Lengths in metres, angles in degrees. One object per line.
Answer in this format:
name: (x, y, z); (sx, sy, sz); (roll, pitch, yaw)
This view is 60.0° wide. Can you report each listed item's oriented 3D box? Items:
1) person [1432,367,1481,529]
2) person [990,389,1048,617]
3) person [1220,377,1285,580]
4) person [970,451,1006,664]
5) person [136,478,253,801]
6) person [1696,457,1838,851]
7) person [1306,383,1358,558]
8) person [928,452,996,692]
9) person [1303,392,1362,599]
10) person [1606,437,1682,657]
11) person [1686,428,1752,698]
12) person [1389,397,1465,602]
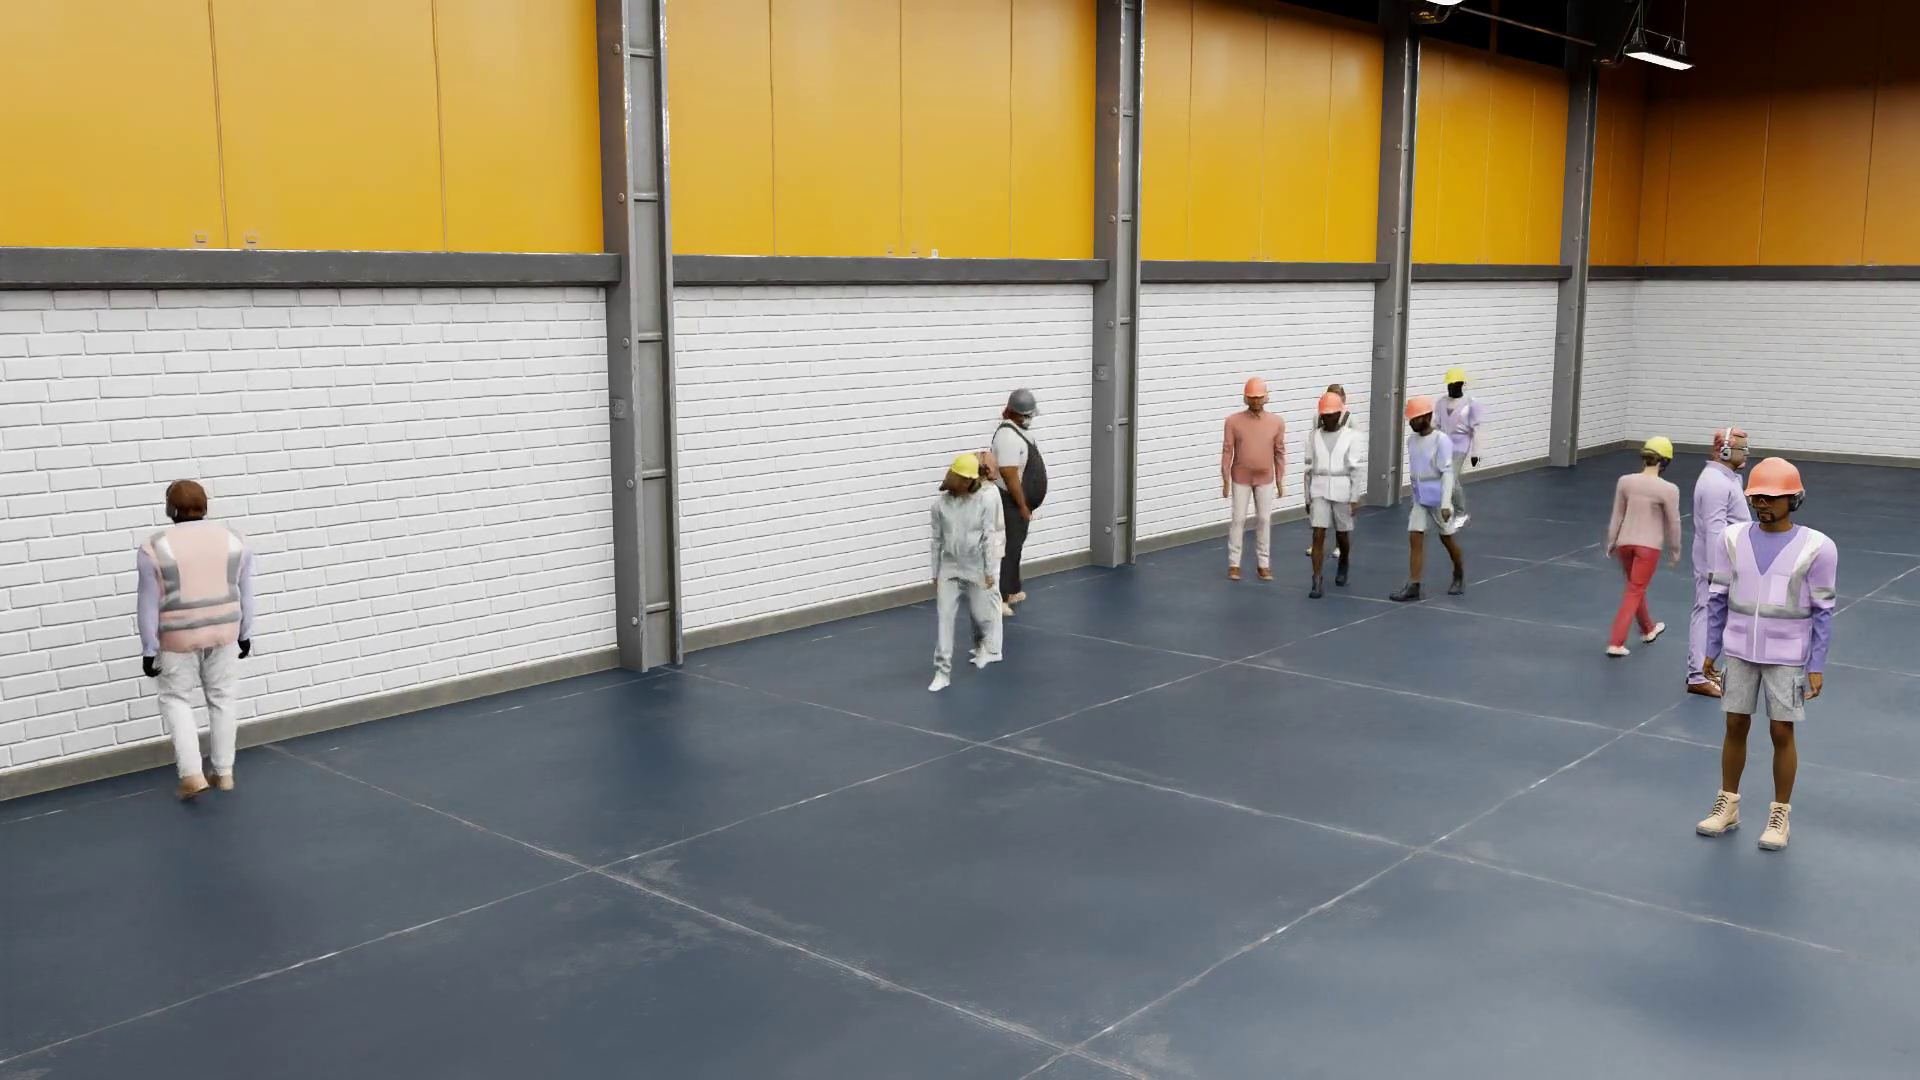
person: (5.790, -1.075, 19.521); (0.438, 1.906, 0.593); (-5, 10, -29)
person: (0.519, -0.392, 14.819); (0.533, 2.000, 0.864); (2, 9, 10)
person: (2.861, -0.599, 16.262); (0.623, 1.992, 0.394); (0, 9, 1)
person: (0.200, 0.131, 12.787); (0.313, 1.639, 0.517); (1, 9, 4)
person: (-4.346, 0.560, 9.487); (0.644, 1.840, 0.429); (-8, 12, -42)
person: (4.184, 0.587, 8.665); (0.373, 2.042, 0.614); (-9, 13, -44)
person: (3.936, -0.736, 17.598); (0.507, 1.844, 0.345); (6, 11, 32)
person: (0.028, 0.203, 12.081); (0.503, 1.717, 0.674); (2, 9, 12)
person: (3.483, -0.439, 15.552); (0.545, 1.910, 0.836); (3, 10, 21)
person: (5.407, 0.048, 13.052); (0.911, 1.709, 0.536); (-6, 11, -33)
person: (5.409, 0.152, 11.827); (0.402, 1.906, 0.652); (4, 10, 24)
person: (4.378, -0.383, 15.324); (0.962, 1.875, 0.630); (-5, 11, -31)
